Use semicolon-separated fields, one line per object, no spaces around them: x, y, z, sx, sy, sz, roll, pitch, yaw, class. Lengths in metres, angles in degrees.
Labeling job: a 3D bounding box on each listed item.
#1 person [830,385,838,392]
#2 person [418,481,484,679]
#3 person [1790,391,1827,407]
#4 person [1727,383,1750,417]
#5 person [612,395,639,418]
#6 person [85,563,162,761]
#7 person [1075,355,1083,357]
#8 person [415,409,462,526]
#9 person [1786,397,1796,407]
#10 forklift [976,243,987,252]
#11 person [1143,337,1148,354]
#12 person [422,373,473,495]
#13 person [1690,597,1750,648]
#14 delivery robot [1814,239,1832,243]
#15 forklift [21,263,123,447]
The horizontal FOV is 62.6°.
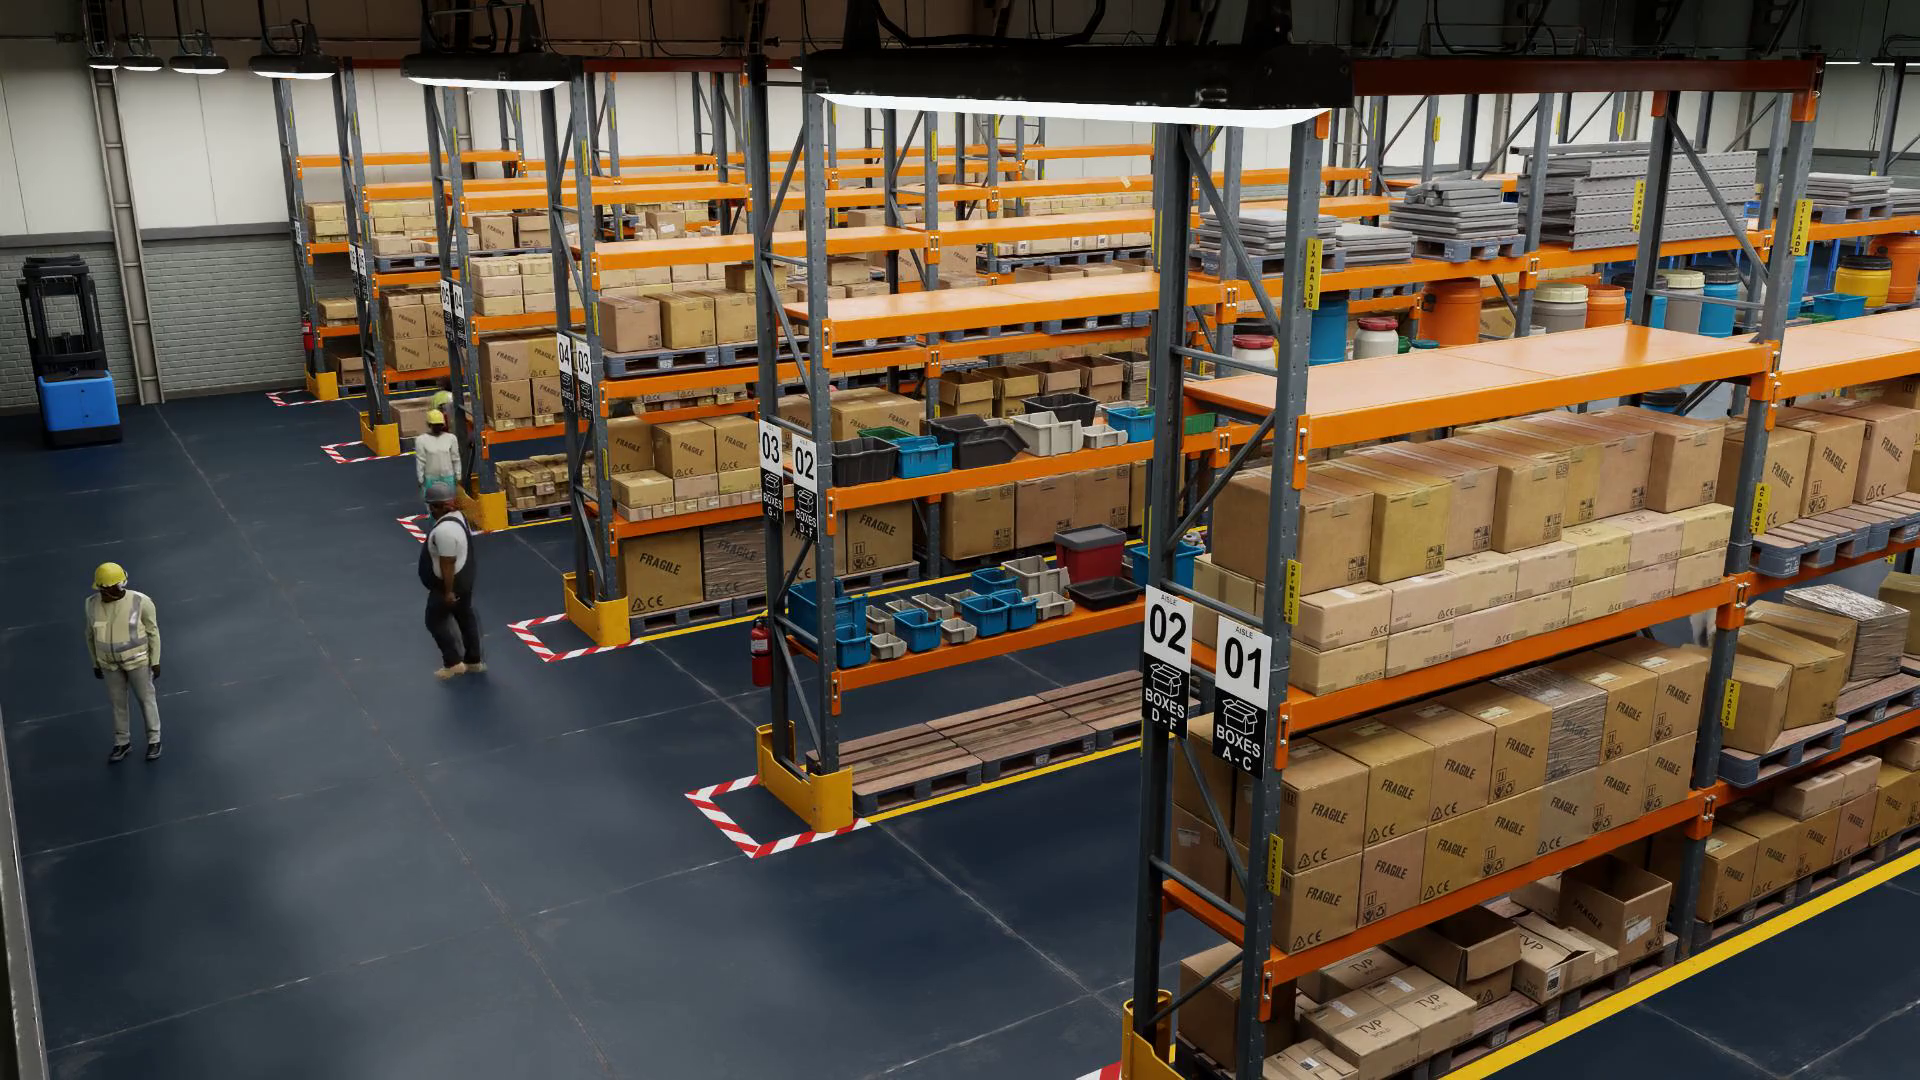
-1.655;-0.962;20.105;0.386;2.045;0.605;-11;20;-32;person
-5.105;0.403;15.708;0.591;2.000;0.703;-1;17;-3;person
12.454;-1.833;23.265;0.323;1.865;0.518;-11;20;-33;person
11.707;-1.987;23.667;0.378;1.922;0.593;-2;17;-6;person
-4.382;-1.190;21.031;1.019;1.939;0.624;-13;21;-36;person
-7.332;1.057;13.860;0.592;1.823;0.404;-1;17;-5;person
1.633;-1.695;22.702;1.019;1.941;0.615;-16;23;-42;person
-6.602;-0.800;20.052;0.552;1.751;0.368;-10;20;-31;person
12.835;-2.004;24.139;0.555;1.676;0.444;-2;17;-6;person
0.988;-5.474;34.718;1.214;2.155;2.313;-10;20;-31;forklift
3.020;-2.286;24.721;0.358;1.881;0.574;-13;21;-36;person
-7.166;-1.438;22.089;0.932;1.809;0.606;-13;21;-36;person
7.249;0.582;15.233;0.450;1.926;0.648;-14;22;-39;person
28.589;-10.070;52.396;0.477;0.478;0.707;-11;20;-31;delivery robot
-14.518;-3.079;25.708;1.129;2.768;1.873;-10;20;-31;forklift
